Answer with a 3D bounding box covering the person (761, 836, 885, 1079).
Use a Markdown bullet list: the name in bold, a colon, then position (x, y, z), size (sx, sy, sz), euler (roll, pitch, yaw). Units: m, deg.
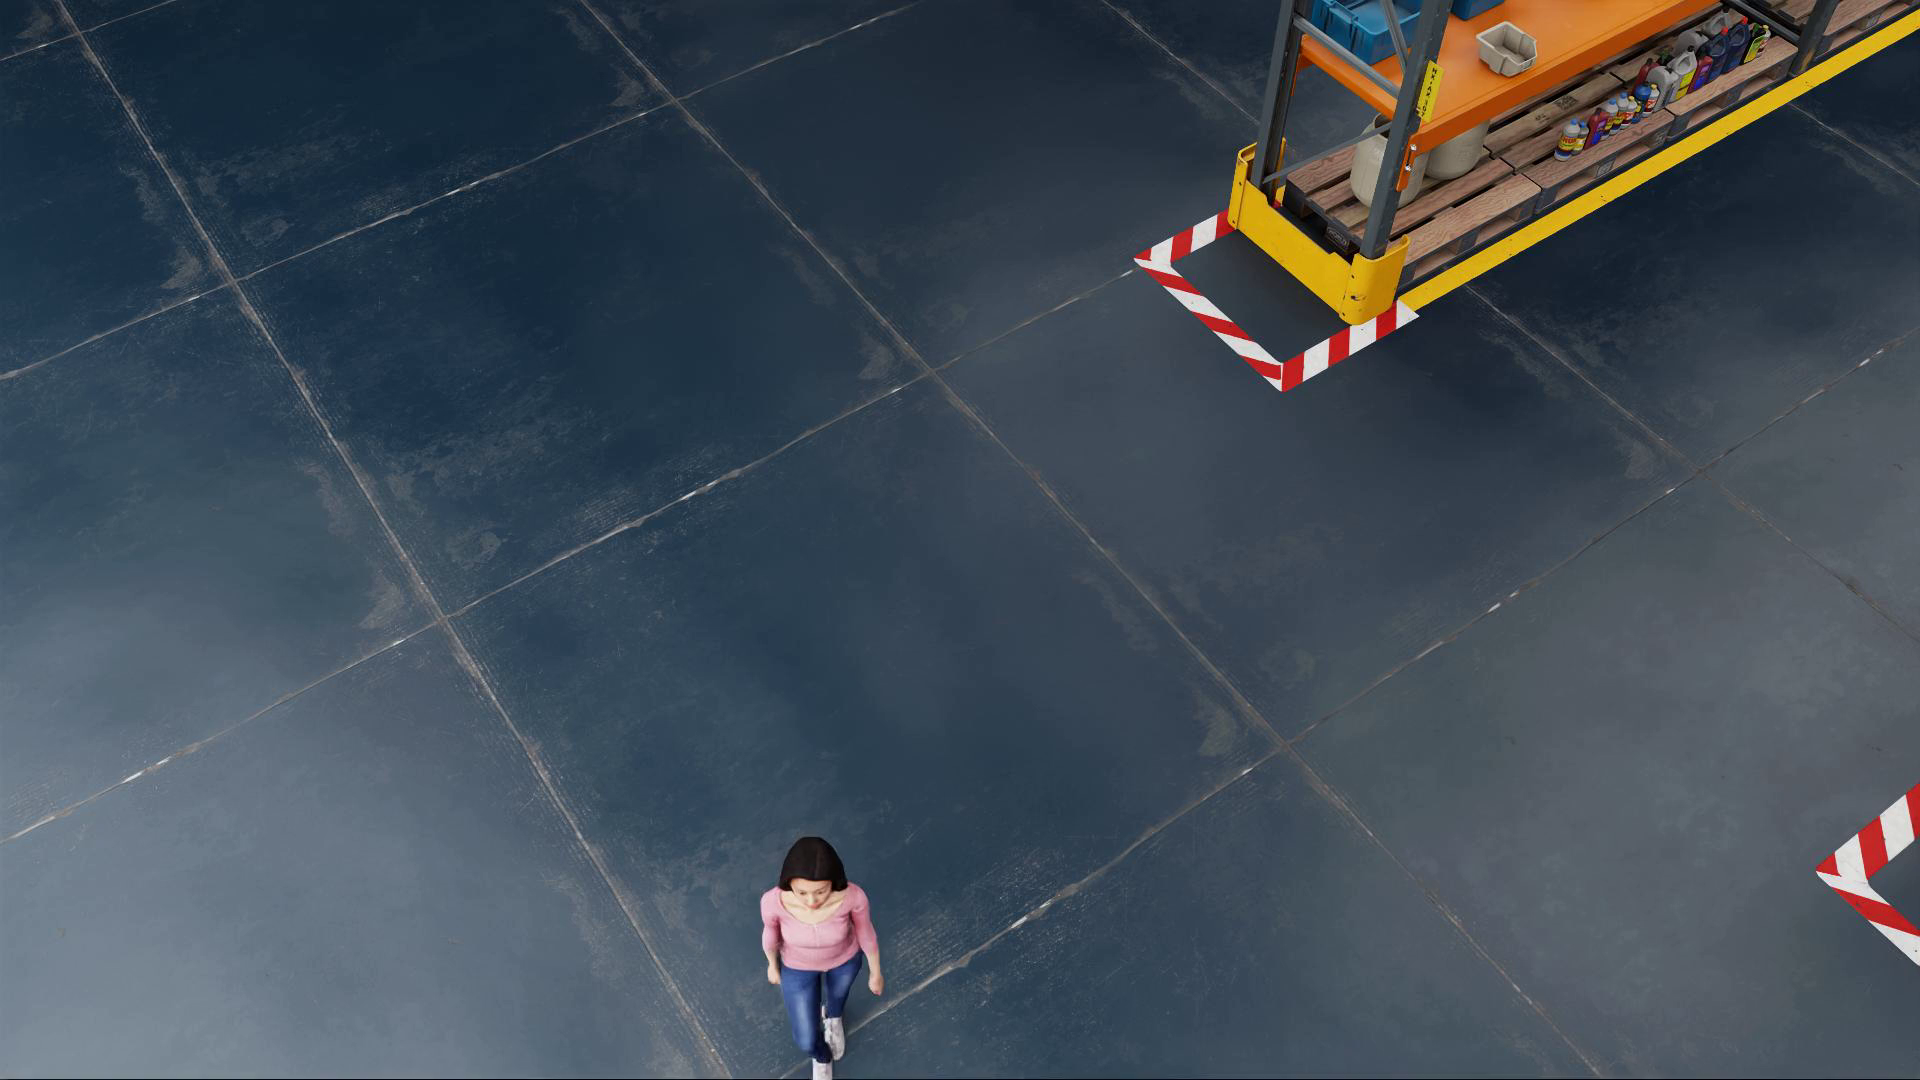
- **person**: position (-0.537, 1.542, 6.436), size (0.733, 1.735, 0.795), euler (-6, 53, -5)
